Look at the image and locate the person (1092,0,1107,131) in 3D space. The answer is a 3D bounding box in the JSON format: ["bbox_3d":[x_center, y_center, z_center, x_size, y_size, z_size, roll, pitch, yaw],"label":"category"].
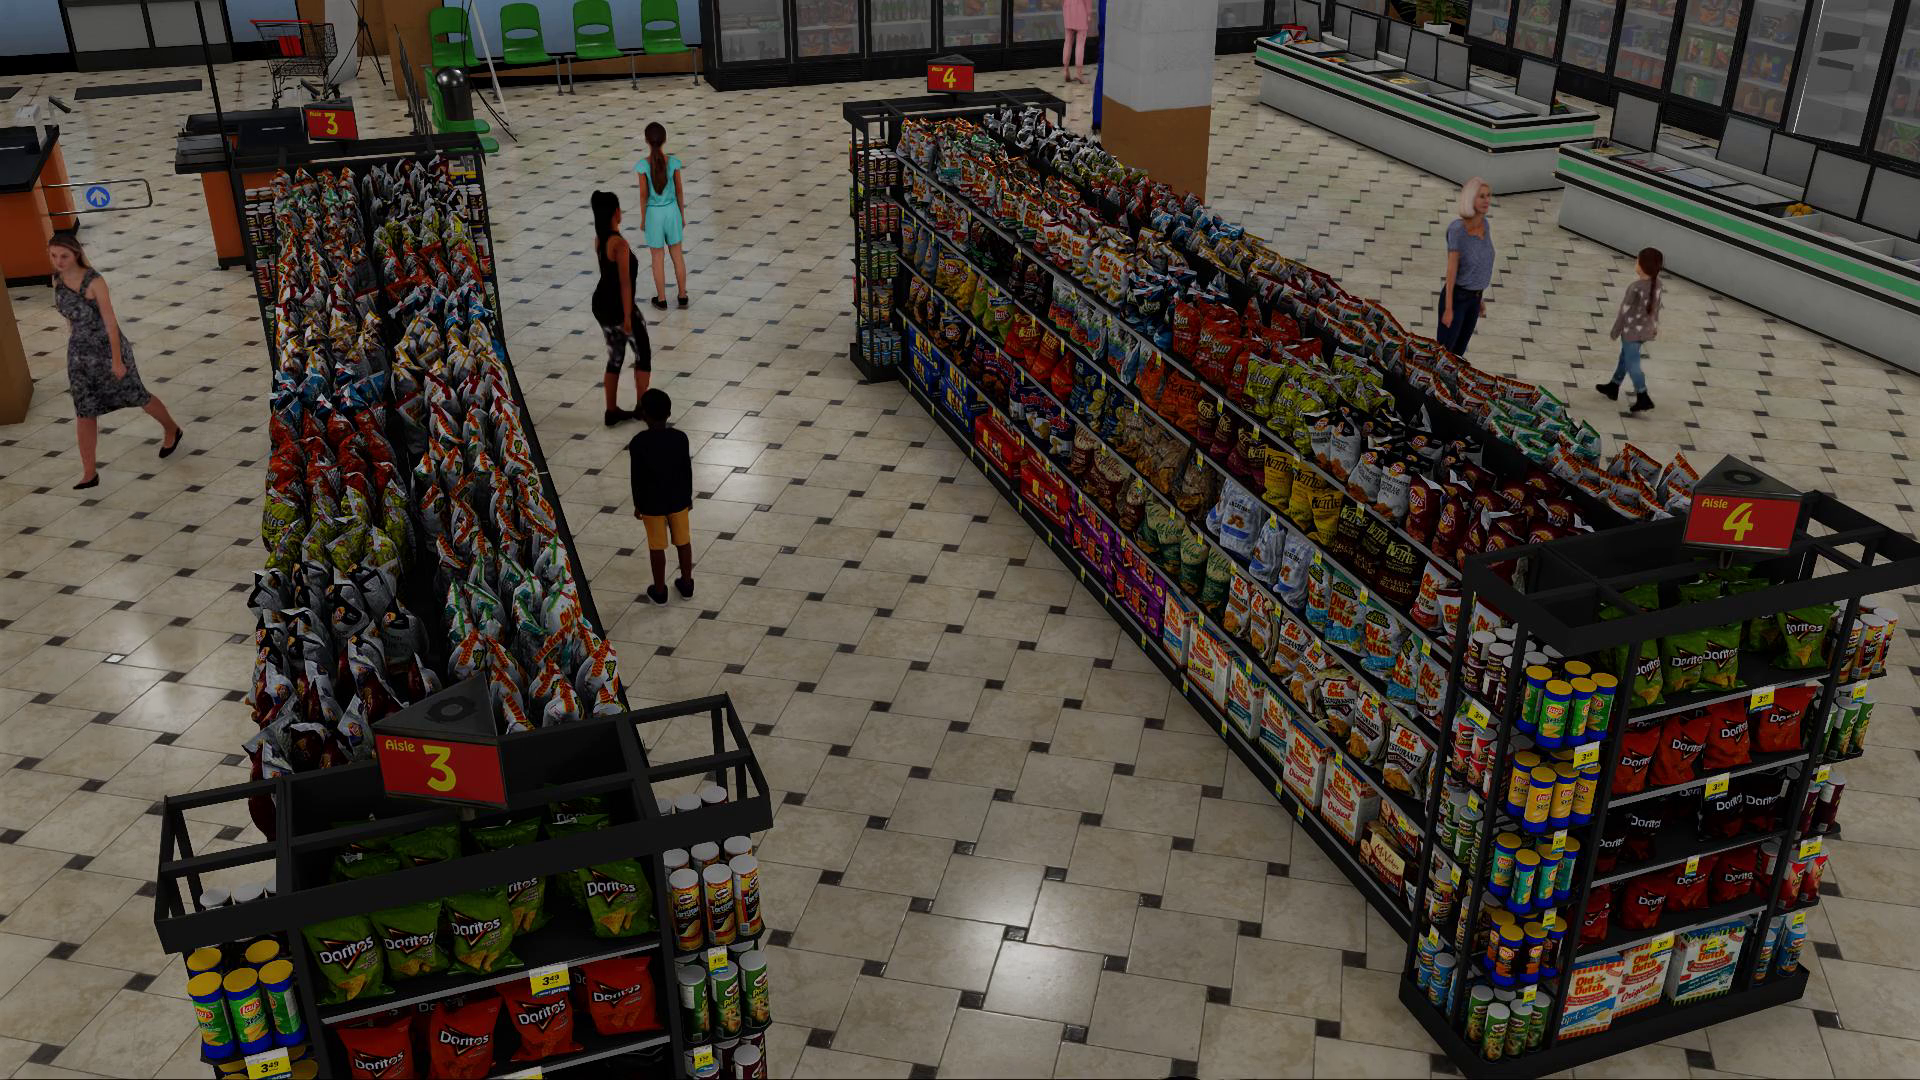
[{"bbox_3d":[1.766,-5.693,19.511,1.205,1.780,1.201,16,31,29],"label":"person"}]

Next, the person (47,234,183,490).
[{"bbox_3d":[-5.495,-1.210,10.809,1.042,1.656,1.244,9,28,16],"label":"person"}]

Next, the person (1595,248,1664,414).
[{"bbox_3d":[4.858,-1.477,11.866,0.524,1.176,0.822,-12,29,-22],"label":"person"}]

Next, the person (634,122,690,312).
[{"bbox_3d":[-2.483,-2.701,13.857,0.544,1.558,0.515,-10,29,-20],"label":"person"}]

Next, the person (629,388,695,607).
[{"bbox_3d":[-1.662,-0.239,9.321,0.546,1.269,0.573,-15,31,-28],"label":"person"}]

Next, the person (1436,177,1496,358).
[{"bbox_3d":[3.518,-1.699,11.700,0.649,1.722,0.623,-21,33,-35],"label":"person"}]

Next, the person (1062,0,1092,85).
[{"bbox_3d":[1.525,-6.957,21.979,0.627,1.803,0.750,21,34,36],"label":"person"}]

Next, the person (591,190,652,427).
[{"bbox_3d":[-2.416,-1.581,11.551,0.809,1.645,0.740,-16,31,-29],"label":"person"}]
